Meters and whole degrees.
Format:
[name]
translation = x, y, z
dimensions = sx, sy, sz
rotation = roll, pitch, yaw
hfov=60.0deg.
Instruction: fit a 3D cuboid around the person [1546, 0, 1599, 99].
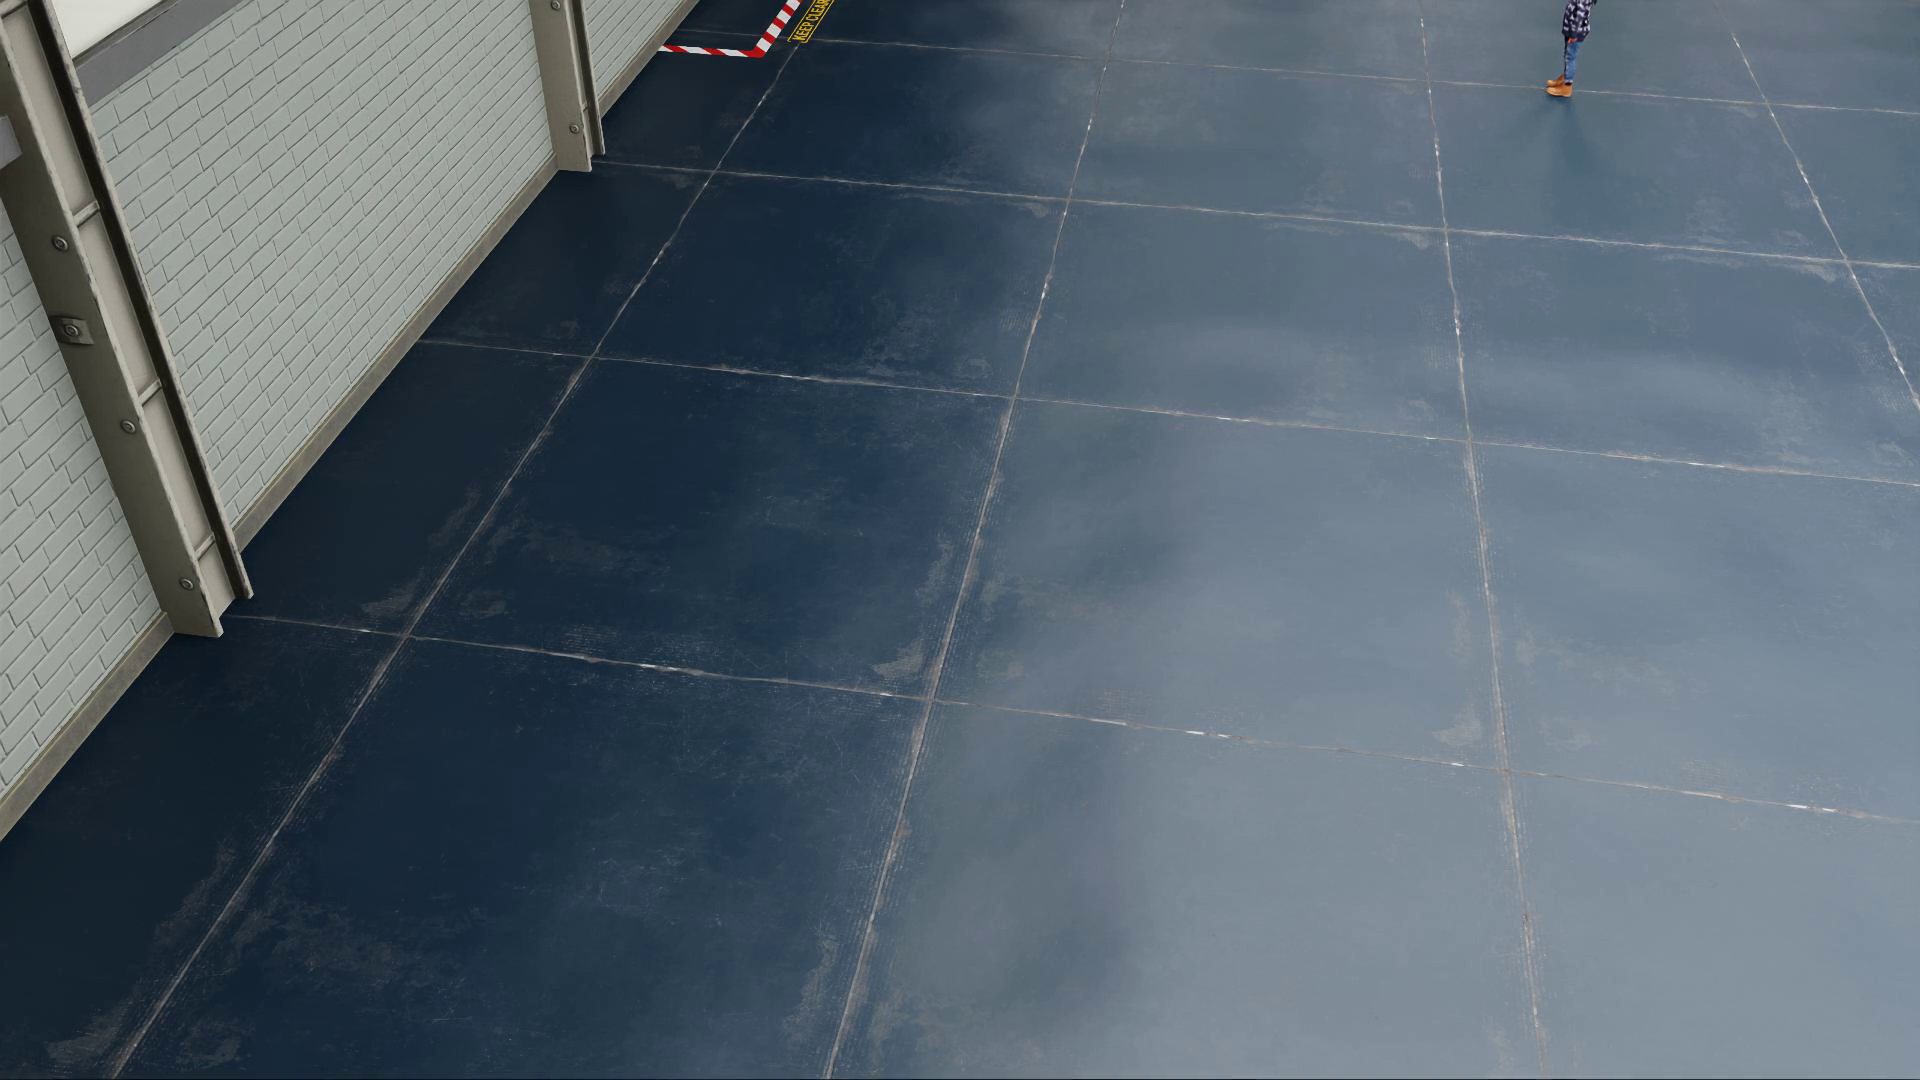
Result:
[person]
translation = 5.519, -4.602, 14.879
dimensions = 0.567, 1.250, 0.443
rotation = 10, 39, 12
